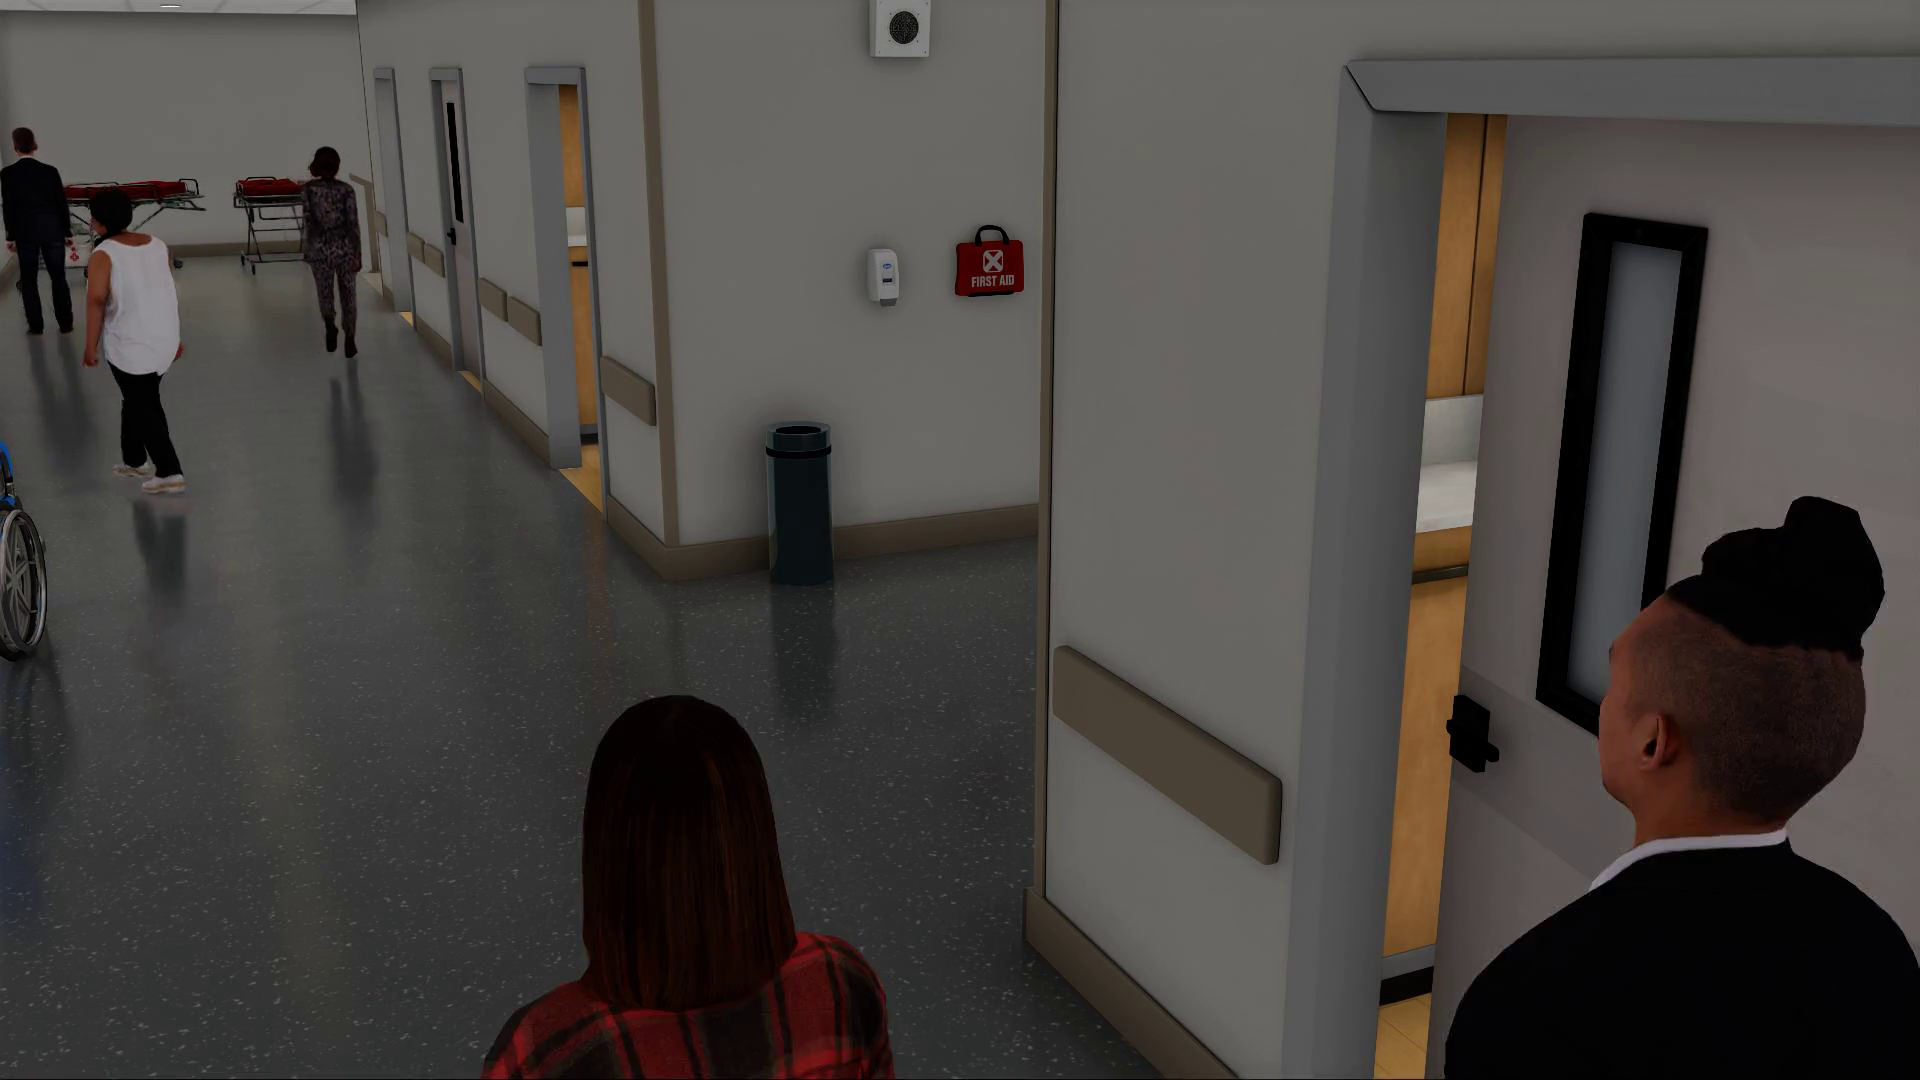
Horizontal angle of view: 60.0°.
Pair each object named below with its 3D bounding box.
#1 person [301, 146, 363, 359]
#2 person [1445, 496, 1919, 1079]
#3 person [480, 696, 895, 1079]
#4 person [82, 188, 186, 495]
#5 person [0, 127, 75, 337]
[{"bbox_3d":[-5.053,-2.282,13.375,0.687,1.702,0.926,-4,16,-13],"label":"person"},{"bbox_3d":[0.703,0.951,1.547,0.751,1.898,1.191,-7,17,-23],"label":"person"},{"bbox_3d":[-0.239,0.998,1.755,0.625,1.694,0.600,-6,17,-20],"label":"person"},{"bbox_3d":[-4.482,-1.071,9.143,1.002,1.668,0.951,4,16,15],"label":"person"},{"bbox_3d":[-8.210,-2.748,14.822,0.718,1.815,0.623,-10,18,-30],"label":"person"}]
